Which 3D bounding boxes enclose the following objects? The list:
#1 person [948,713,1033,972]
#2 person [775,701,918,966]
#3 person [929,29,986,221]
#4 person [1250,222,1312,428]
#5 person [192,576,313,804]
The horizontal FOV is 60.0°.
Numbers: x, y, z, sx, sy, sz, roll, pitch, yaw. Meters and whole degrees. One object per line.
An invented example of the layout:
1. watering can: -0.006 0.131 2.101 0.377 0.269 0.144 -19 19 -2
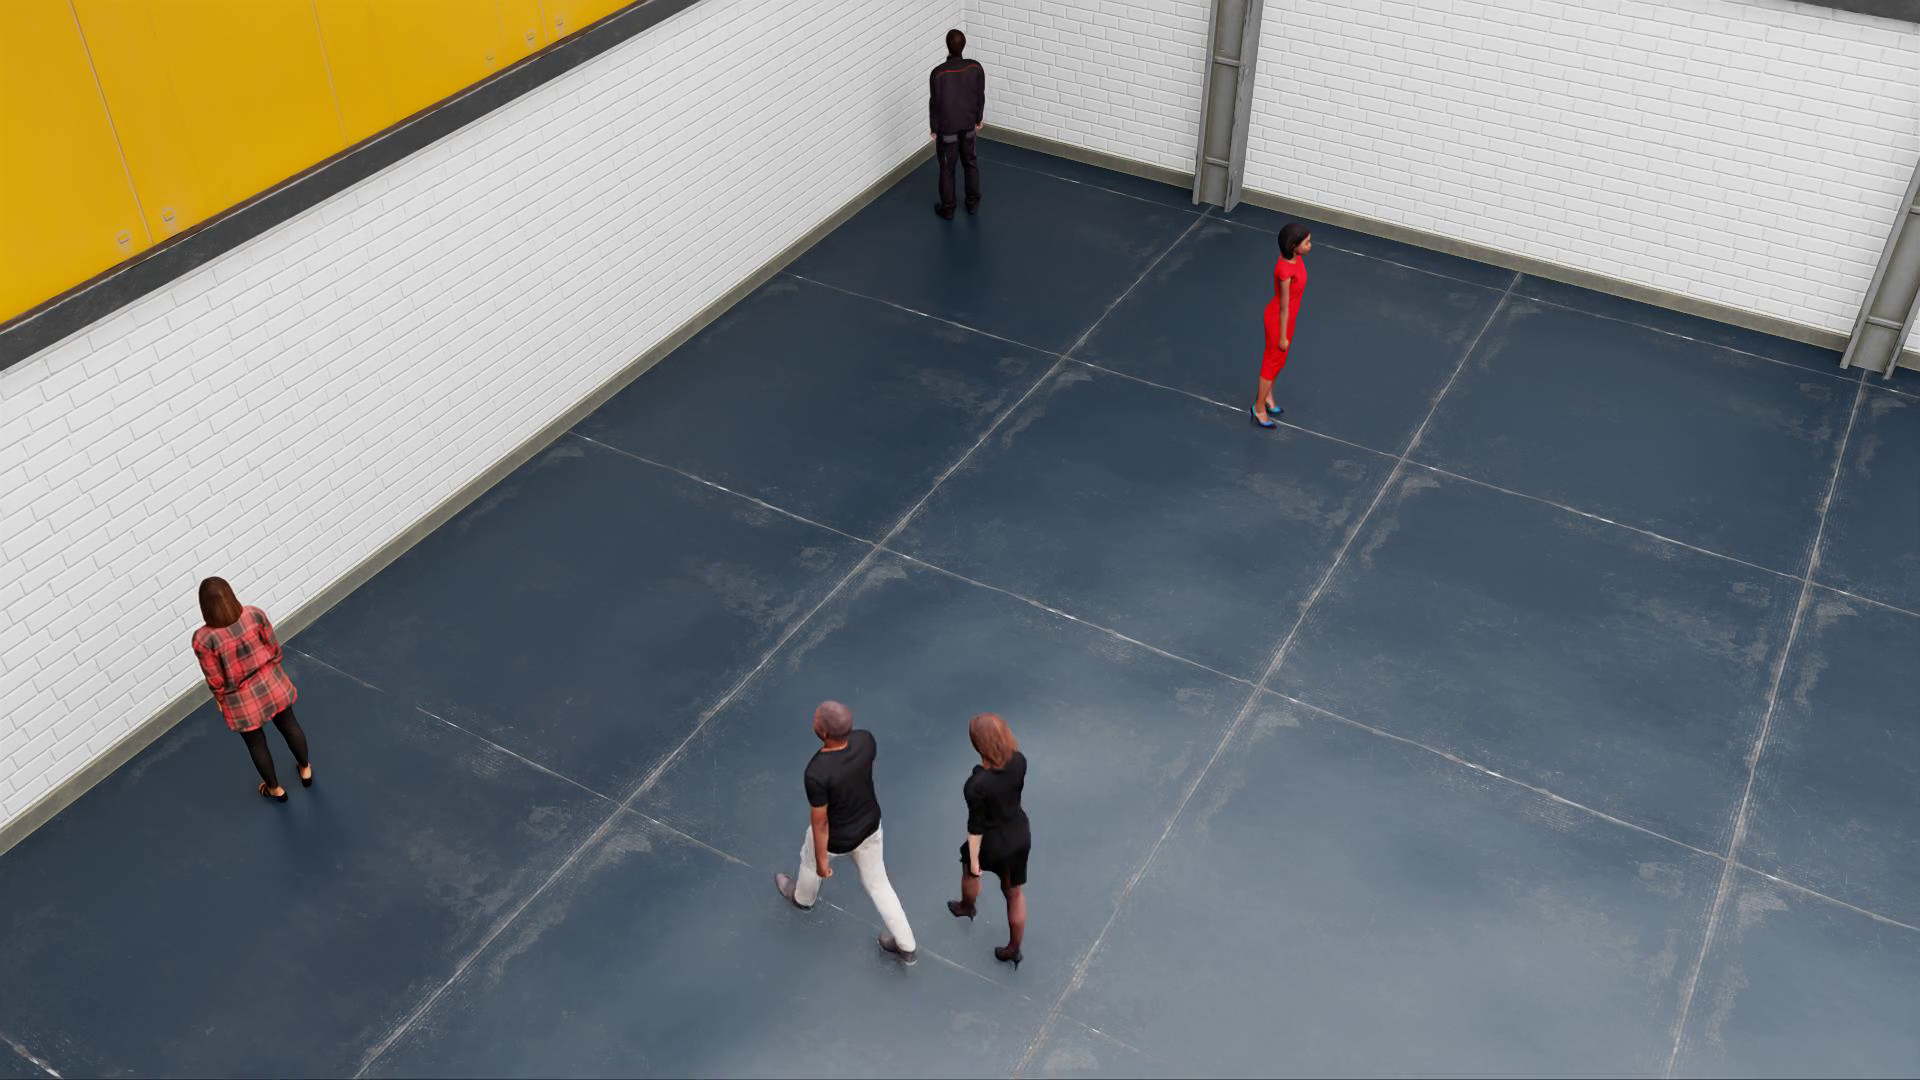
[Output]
1. person: 0.271 1.675 8.896 0.772 1.668 0.931 -30 47 -32
2. person: -0.538 1.613 8.909 1.313 1.749 0.890 30 48 32
3. person: -0.035 -3.941 15.792 0.799 1.838 0.813 -15 41 -18
4. person: 2.513 -1.694 13.056 0.550 1.742 0.599 13 40 16
5. person: -4.198 0.881 9.862 0.666 1.703 0.638 -32 48 -33
